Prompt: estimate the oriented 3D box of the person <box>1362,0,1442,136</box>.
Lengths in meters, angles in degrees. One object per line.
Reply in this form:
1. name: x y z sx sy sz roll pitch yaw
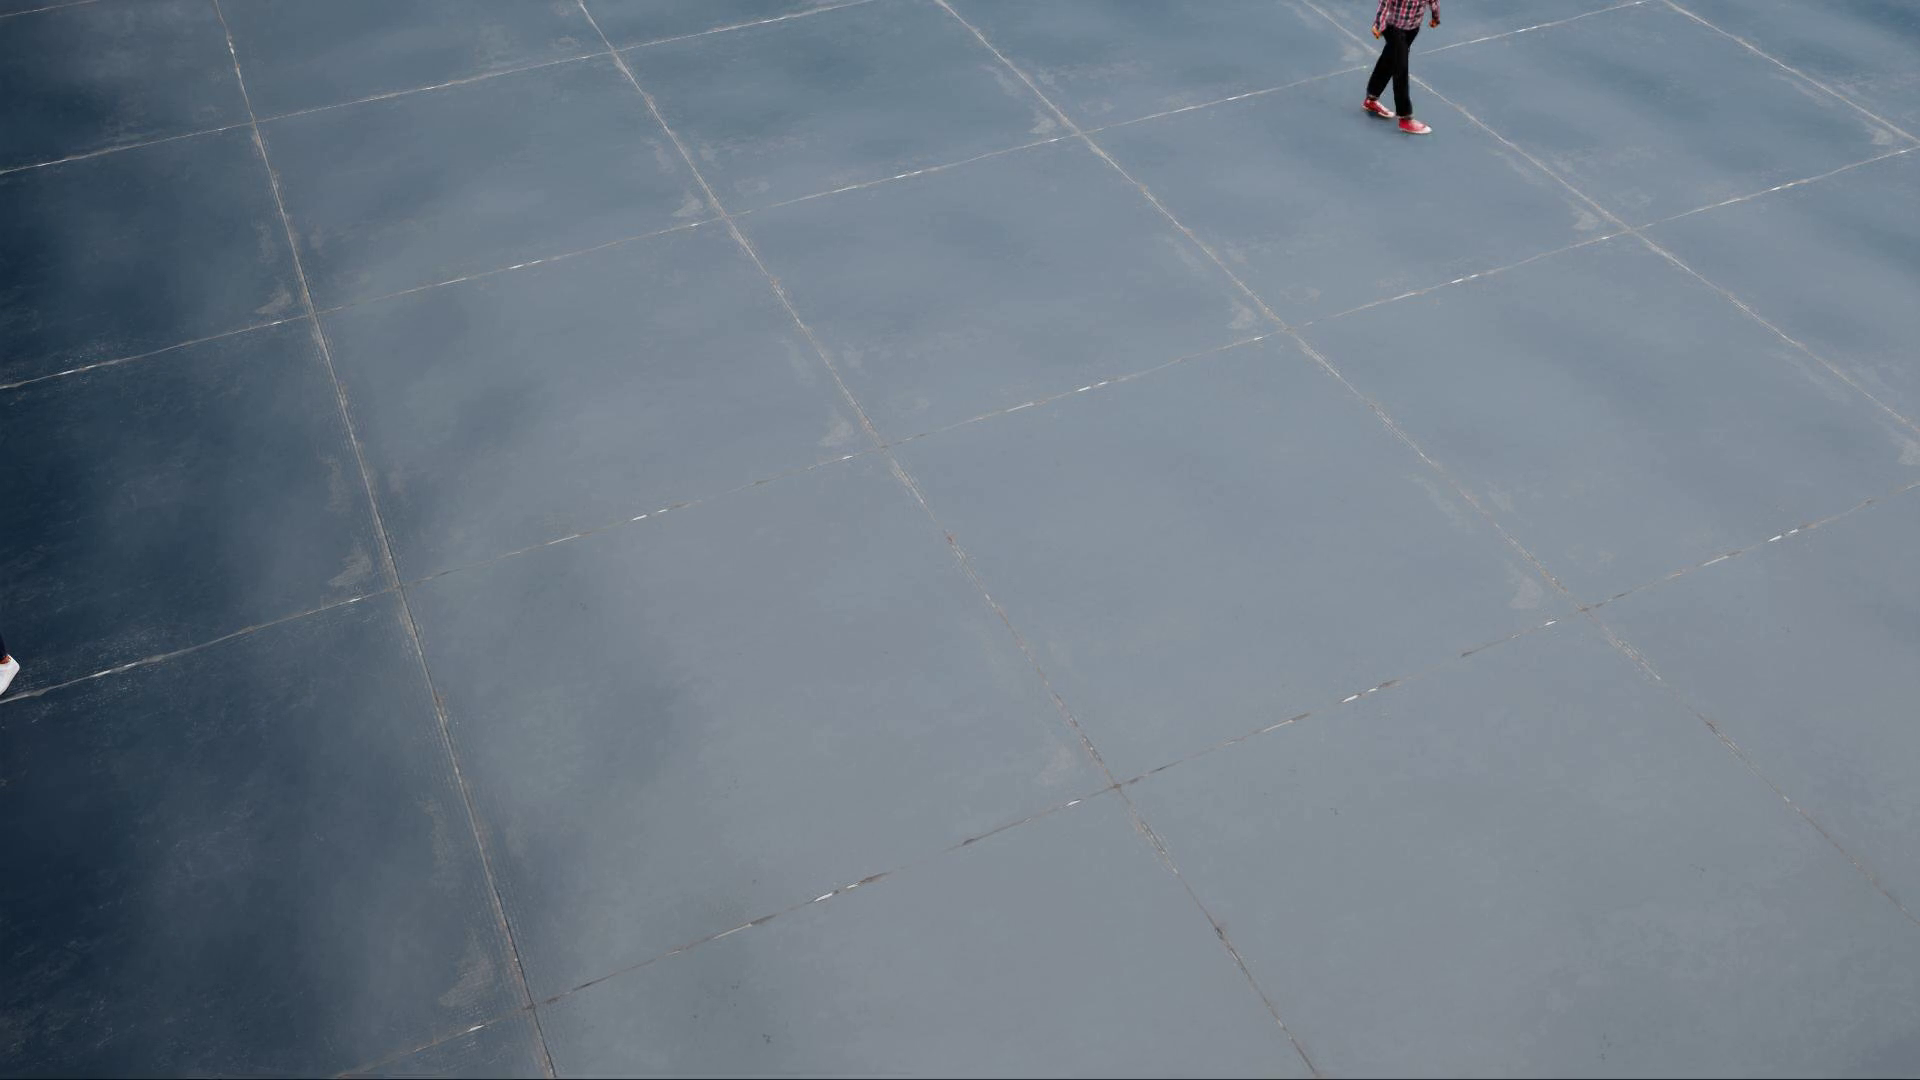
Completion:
1. person: 3.395 -4.095 12.973 1.077 1.737 0.927 33 52 31
